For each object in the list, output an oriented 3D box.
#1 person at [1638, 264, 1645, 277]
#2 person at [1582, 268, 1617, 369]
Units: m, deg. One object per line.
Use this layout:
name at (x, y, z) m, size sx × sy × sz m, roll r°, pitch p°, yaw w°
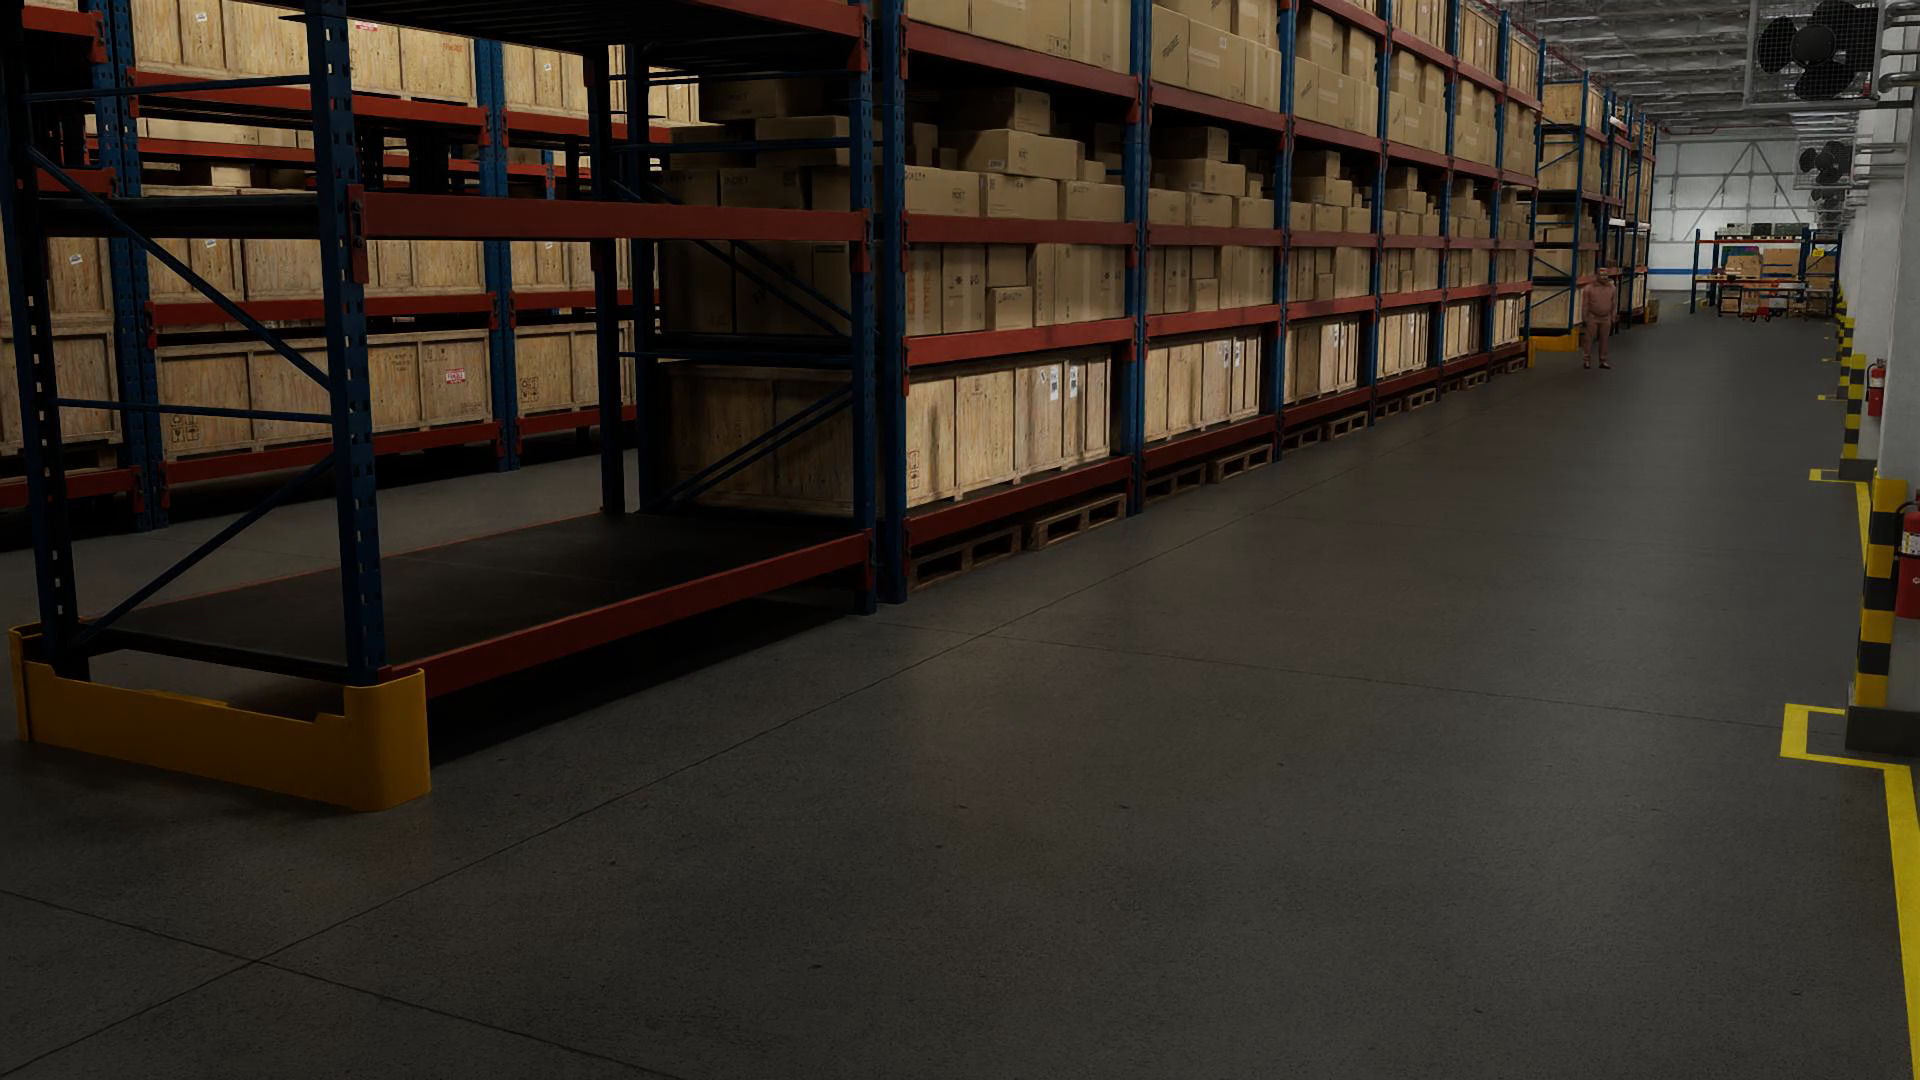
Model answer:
person at (36.389, -13.965, 88.791) m, size 0.511 × 1.637 × 0.307 m, roll 3°, pitch 10°, yaw 15°
person at (12.036, -4.165, 31.304) m, size 0.653 × 1.901 × 0.404 m, roll 0°, pitch 10°, yaw 3°
